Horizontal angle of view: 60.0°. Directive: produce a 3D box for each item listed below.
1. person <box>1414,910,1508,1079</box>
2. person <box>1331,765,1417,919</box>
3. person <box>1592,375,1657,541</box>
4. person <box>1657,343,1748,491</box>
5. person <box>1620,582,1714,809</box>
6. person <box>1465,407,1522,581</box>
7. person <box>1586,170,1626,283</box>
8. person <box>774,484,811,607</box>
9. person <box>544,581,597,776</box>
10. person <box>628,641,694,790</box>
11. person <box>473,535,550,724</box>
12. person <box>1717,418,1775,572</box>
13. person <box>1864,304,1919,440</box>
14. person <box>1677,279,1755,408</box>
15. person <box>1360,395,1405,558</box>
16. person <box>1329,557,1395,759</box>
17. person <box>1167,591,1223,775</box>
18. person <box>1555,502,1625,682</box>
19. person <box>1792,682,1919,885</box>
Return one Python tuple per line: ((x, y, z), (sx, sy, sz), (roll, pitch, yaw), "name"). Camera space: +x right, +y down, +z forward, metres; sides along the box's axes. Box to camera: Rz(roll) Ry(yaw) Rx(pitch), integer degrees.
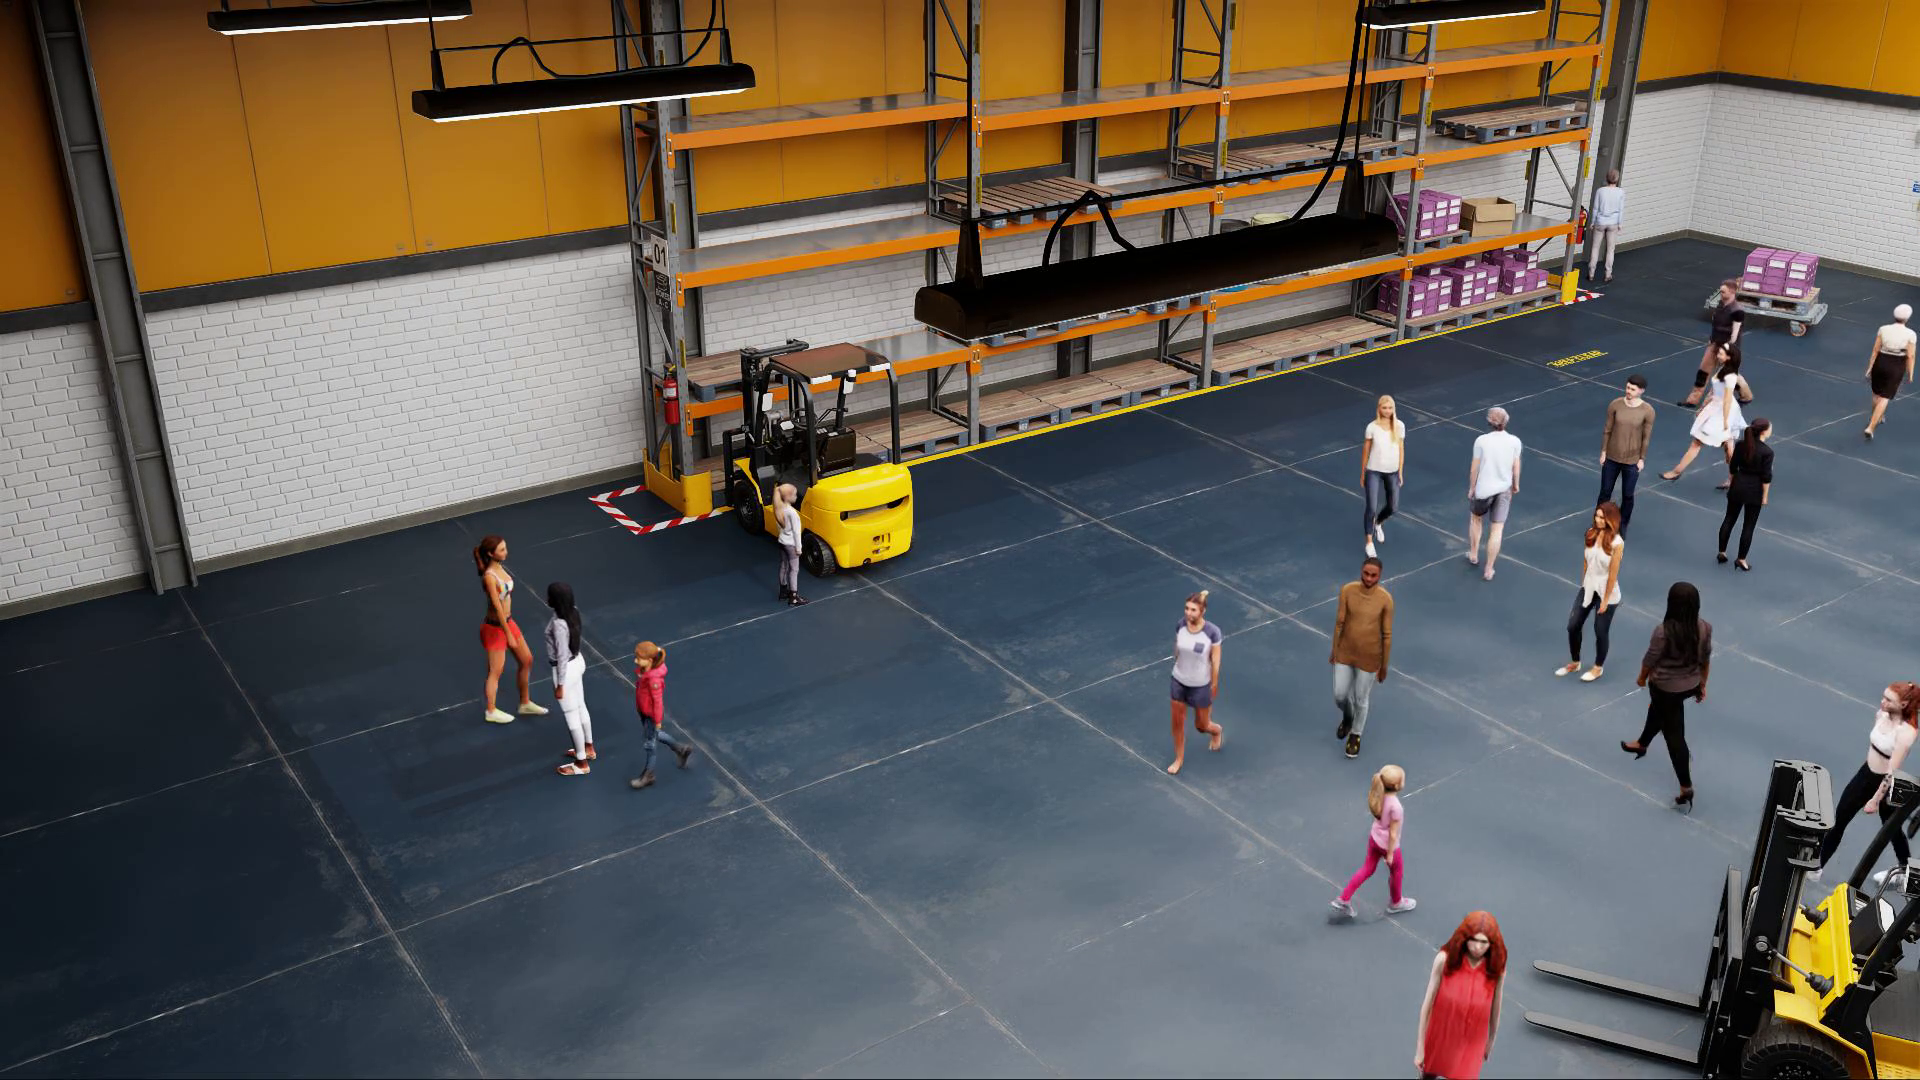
((2.857, 2.864, 9.658), (1.070, 1.796, 1.167), (6, 24, 13), "person")
((2.984, 2.174, 11.916), (0.954, 1.253, 0.668), (-8, 25, -17), "person")
((7.267, -0.919, 18.201), (0.725, 1.886, 0.696), (15, 27, 30), "person")
((8.981, -1.393, 19.428), (1.119, 1.772, 1.160), (9, 25, 19), "person")
((5.771, 1.286, 13.298), (1.219, 1.773, 0.913), (-8, 25, -17), "person")
((5.520, -0.452, 17.233), (0.957, 1.805, 1.028), (7, 25, 16), "person")
((11.018, -5.367, 28.367), (0.754, 1.892, 0.771), (8, 25, 18), "person")
((-1.730, 0.035, 16.777), (0.490, 1.278, 0.497), (-17, 29, -34), "person")
((-3.237, 1.118, 13.742), (0.703, 1.724, 0.667), (2, 24, 4), "person")
((-2.473, 1.399, 13.625), (0.837, 1.303, 0.597), (-11, 26, -24), "person")
((-4.086, 0.793, 14.428), (0.896, 1.770, 0.818), (2, 24, 5), "person")
((8.269, -0.492, 17.505), (0.549, 1.660, 0.607), (-14, 27, -29), "person")
((11.739, -2.082, 21.089), (1.138, 1.703, 0.781), (-21, 31, -40), "person")
((10.254, -2.560, 22.082), (1.341, 1.784, 1.077), (-3, 24, -8), "person")
((4.500, -0.720, 17.854), (0.804, 1.799, 0.852), (-1, 24, -2), "person")
((3.390, 0.945, 14.040), (0.798, 1.804, 0.838), (11, 26, 24), "person")
((1.969, 1.156, 13.800), (0.729, 1.609, 0.905), (16, 28, 32), "person")
((5.898, 0.468, 15.171), (0.675, 1.770, 0.631), (-14, 27, -30), "person")
((6.806, 1.836, 12.145), (1.238, 1.689, 1.045), (0, 24, 0), "person")
